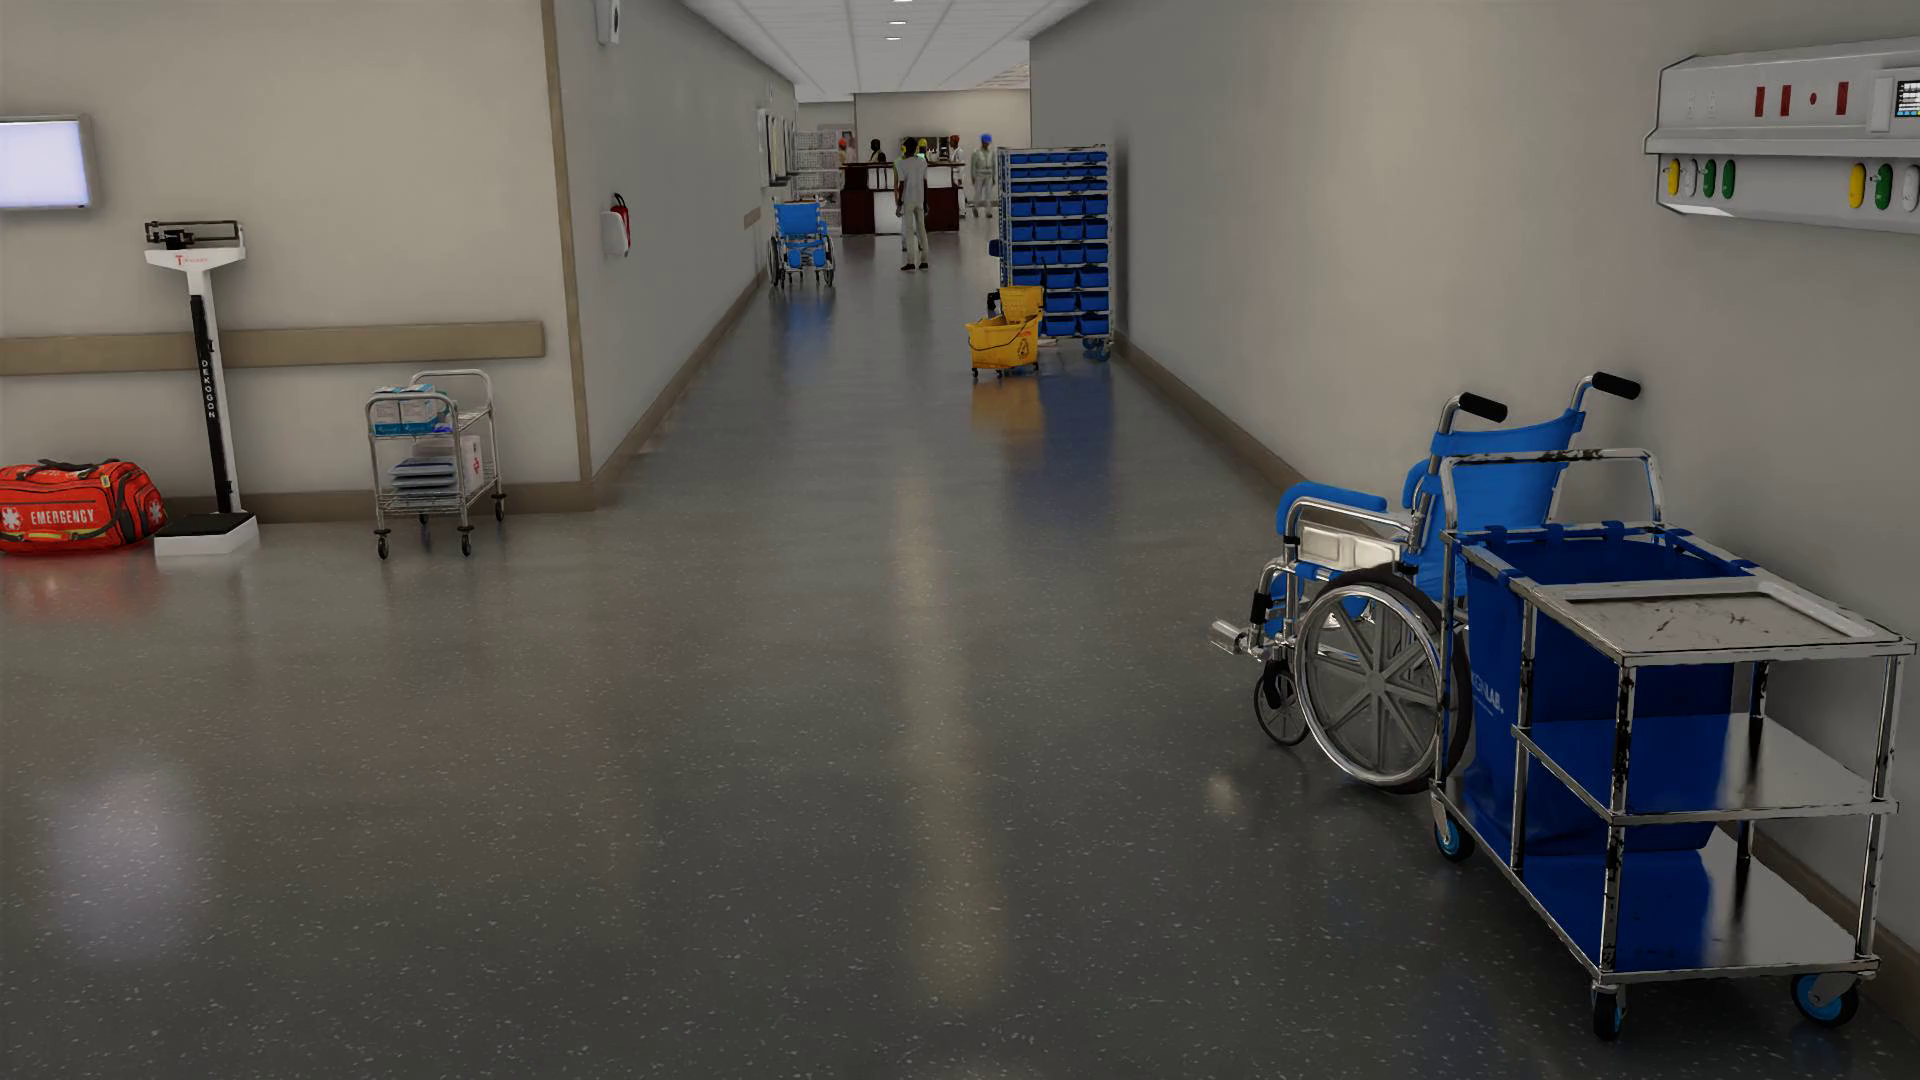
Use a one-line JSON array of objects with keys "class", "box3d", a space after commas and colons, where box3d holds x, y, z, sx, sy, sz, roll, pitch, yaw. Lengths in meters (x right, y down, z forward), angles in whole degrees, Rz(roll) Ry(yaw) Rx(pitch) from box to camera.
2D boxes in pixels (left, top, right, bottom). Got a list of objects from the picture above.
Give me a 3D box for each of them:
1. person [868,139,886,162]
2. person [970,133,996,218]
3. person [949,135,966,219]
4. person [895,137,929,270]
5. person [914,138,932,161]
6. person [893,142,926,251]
[{"class": "person", "box3d": [-2.020, -8.821, 40.494, 0.429, 1.842, 0.634, -8, 15, -23]}, {"class": "person", "box3d": [0.516, -8.323, 38.056, 0.649, 1.916, 0.909, -7, 15, -20]}, {"class": "person", "box3d": [-0.067, -8.212, 37.666, 0.338, 1.882, 0.582, -6, 14, -17]}, {"class": "person", "box3d": [-0.680, -4.773, 23.630, 0.520, 1.874, 0.327, -9, 16, -29]}, {"class": "person", "box3d": [-0.866, -8.636, 39.643, 0.589, 1.823, 0.405, -2, 14, 0]}, {"class": "person", "box3d": [-0.819, -5.733, 27.679, 0.562, 1.837, 0.384, -3, 14, -4]}]
